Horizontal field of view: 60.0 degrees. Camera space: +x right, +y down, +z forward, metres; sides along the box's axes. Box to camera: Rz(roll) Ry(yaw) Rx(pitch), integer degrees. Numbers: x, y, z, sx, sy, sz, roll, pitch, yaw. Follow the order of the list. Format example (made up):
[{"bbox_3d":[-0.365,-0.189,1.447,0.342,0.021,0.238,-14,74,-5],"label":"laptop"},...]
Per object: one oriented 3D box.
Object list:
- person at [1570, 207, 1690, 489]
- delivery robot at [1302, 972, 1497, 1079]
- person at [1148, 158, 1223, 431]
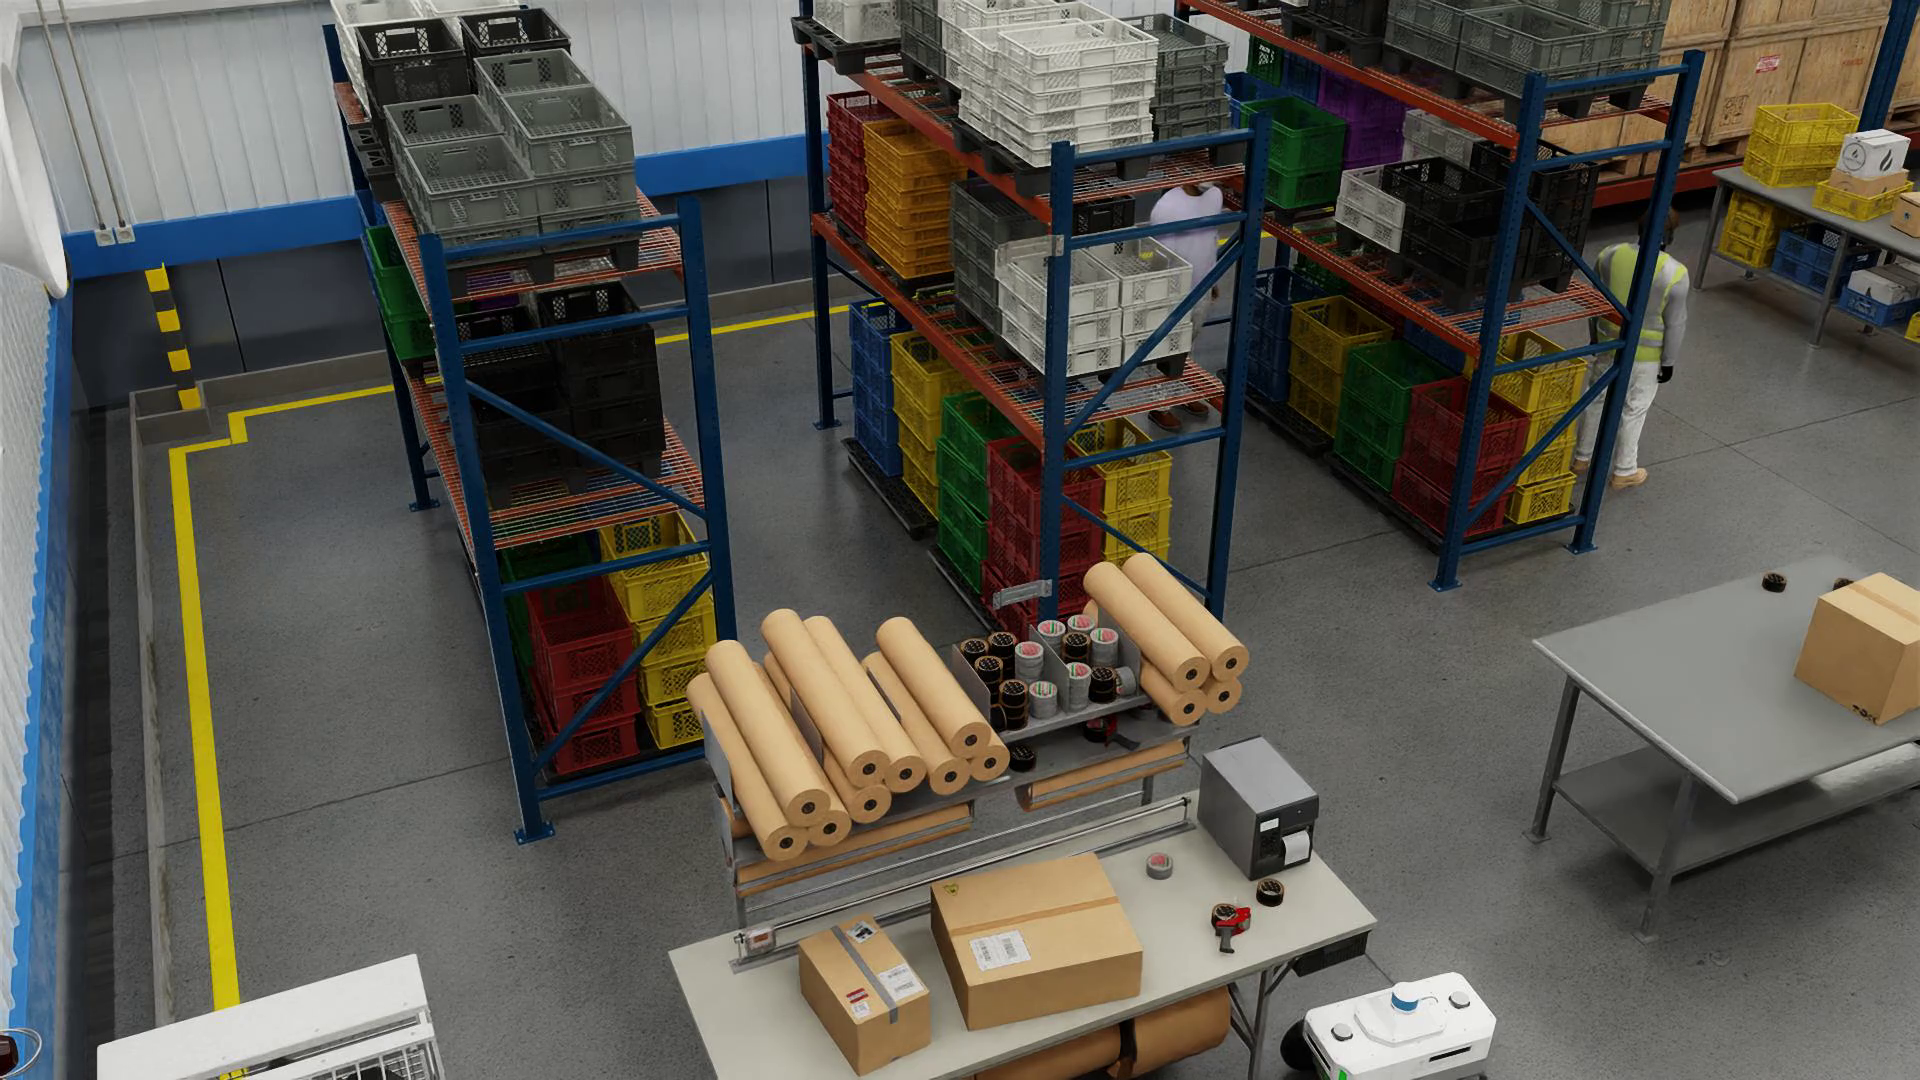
[{"bbox_3d":[4.213,-1.211,10.422,0.429,1.846,0.626,-23,39,-33],"label":"person"},{"bbox_3d":[1.704,1.924,6.464,0.707,0.478,0.477,-10,33,-16],"label":"delivery robot"},{"bbox_3d":[1.508,-1.688,11.107,0.630,1.940,0.372,-27,41,-37],"label":"person"}]
